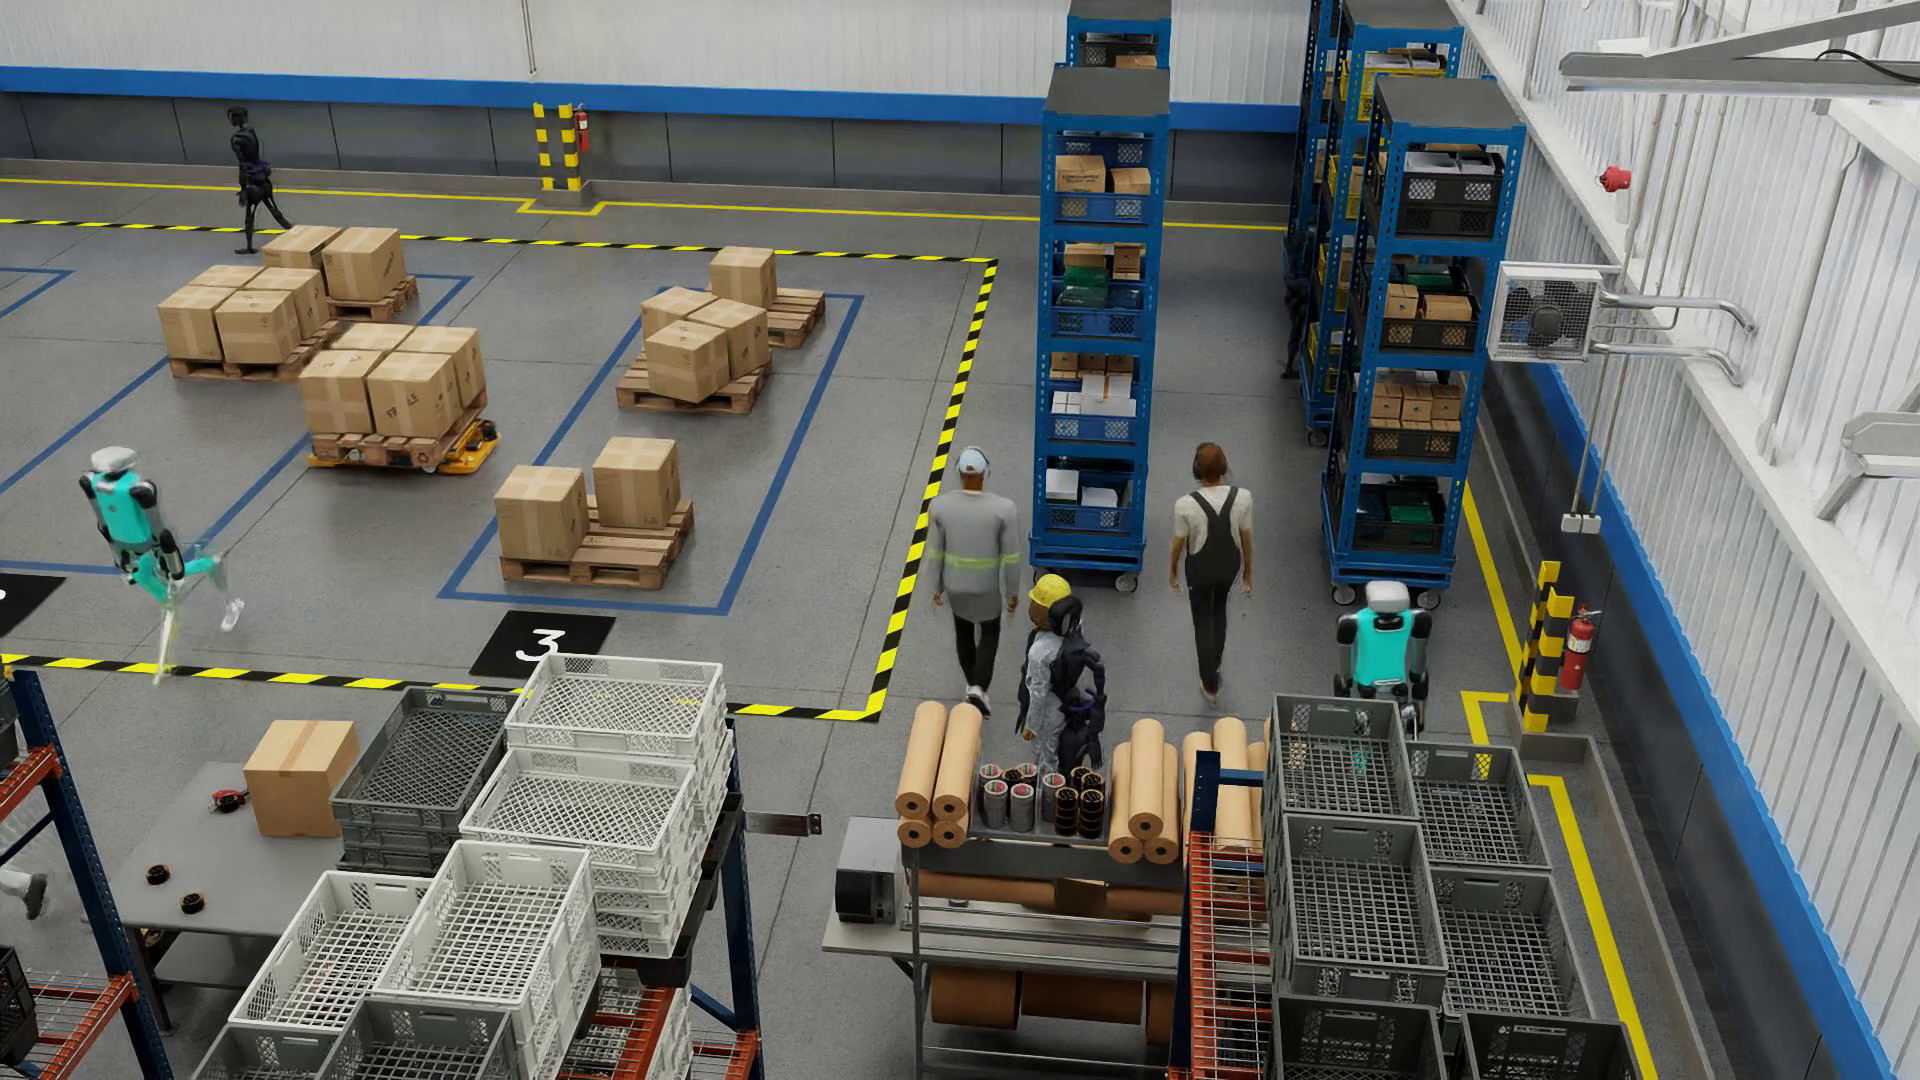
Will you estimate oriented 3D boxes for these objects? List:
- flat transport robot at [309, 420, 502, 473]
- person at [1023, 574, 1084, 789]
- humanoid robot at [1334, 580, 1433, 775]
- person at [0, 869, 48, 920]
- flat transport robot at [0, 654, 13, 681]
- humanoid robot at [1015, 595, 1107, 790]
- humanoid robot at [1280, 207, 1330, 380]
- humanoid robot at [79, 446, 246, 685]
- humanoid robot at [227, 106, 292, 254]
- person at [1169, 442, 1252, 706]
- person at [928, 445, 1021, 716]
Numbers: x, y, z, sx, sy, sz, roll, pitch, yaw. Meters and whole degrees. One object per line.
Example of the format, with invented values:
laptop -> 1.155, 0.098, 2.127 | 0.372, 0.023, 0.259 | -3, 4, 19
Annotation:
flat transport robot -> -4.689, -0.828, 14.069 | 1.431, 0.197, 0.652 | 3, 30, 6
person -> 0.510, 0.958, 9.560 | 0.295, 1.743, 0.492 | 18, 35, 27
humanoid robot -> 2.377, 1.152, 9.242 | 0.542, 1.767, 0.885 | -2, 30, -4
person -> -5.342, 1.472, 8.614 | 0.760, 1.814, 0.589 | -20, 36, -31
flat transport robot -> -7.142, 0.969, 11.010 | 1.431, 0.231, 0.659 | 3, 30, 6
humanoid robot -> 0.584, 1.029, 9.500 | 0.612, 1.652, 0.310 | 21, 36, 32
humanoid robot -> 3.152, -2.222, 15.086 | 0.332, 1.651, 0.606 | -16, 34, -25
humanoid robot -> -5.274, 0.053, 11.197 | 0.530, 1.785, 1.053 | 9, 31, 15
humanoid robot -> -7.610, -3.895, 18.014 | 0.783, 1.628, 0.590 | -2, 30, -3
person -> 1.600, 0.177, 10.826 | 0.535, 1.816, 0.694 | -5, 31, -9
person -> 0.081, 0.279, 10.658 | 0.600, 1.820, 0.691 | 5, 31, 8
